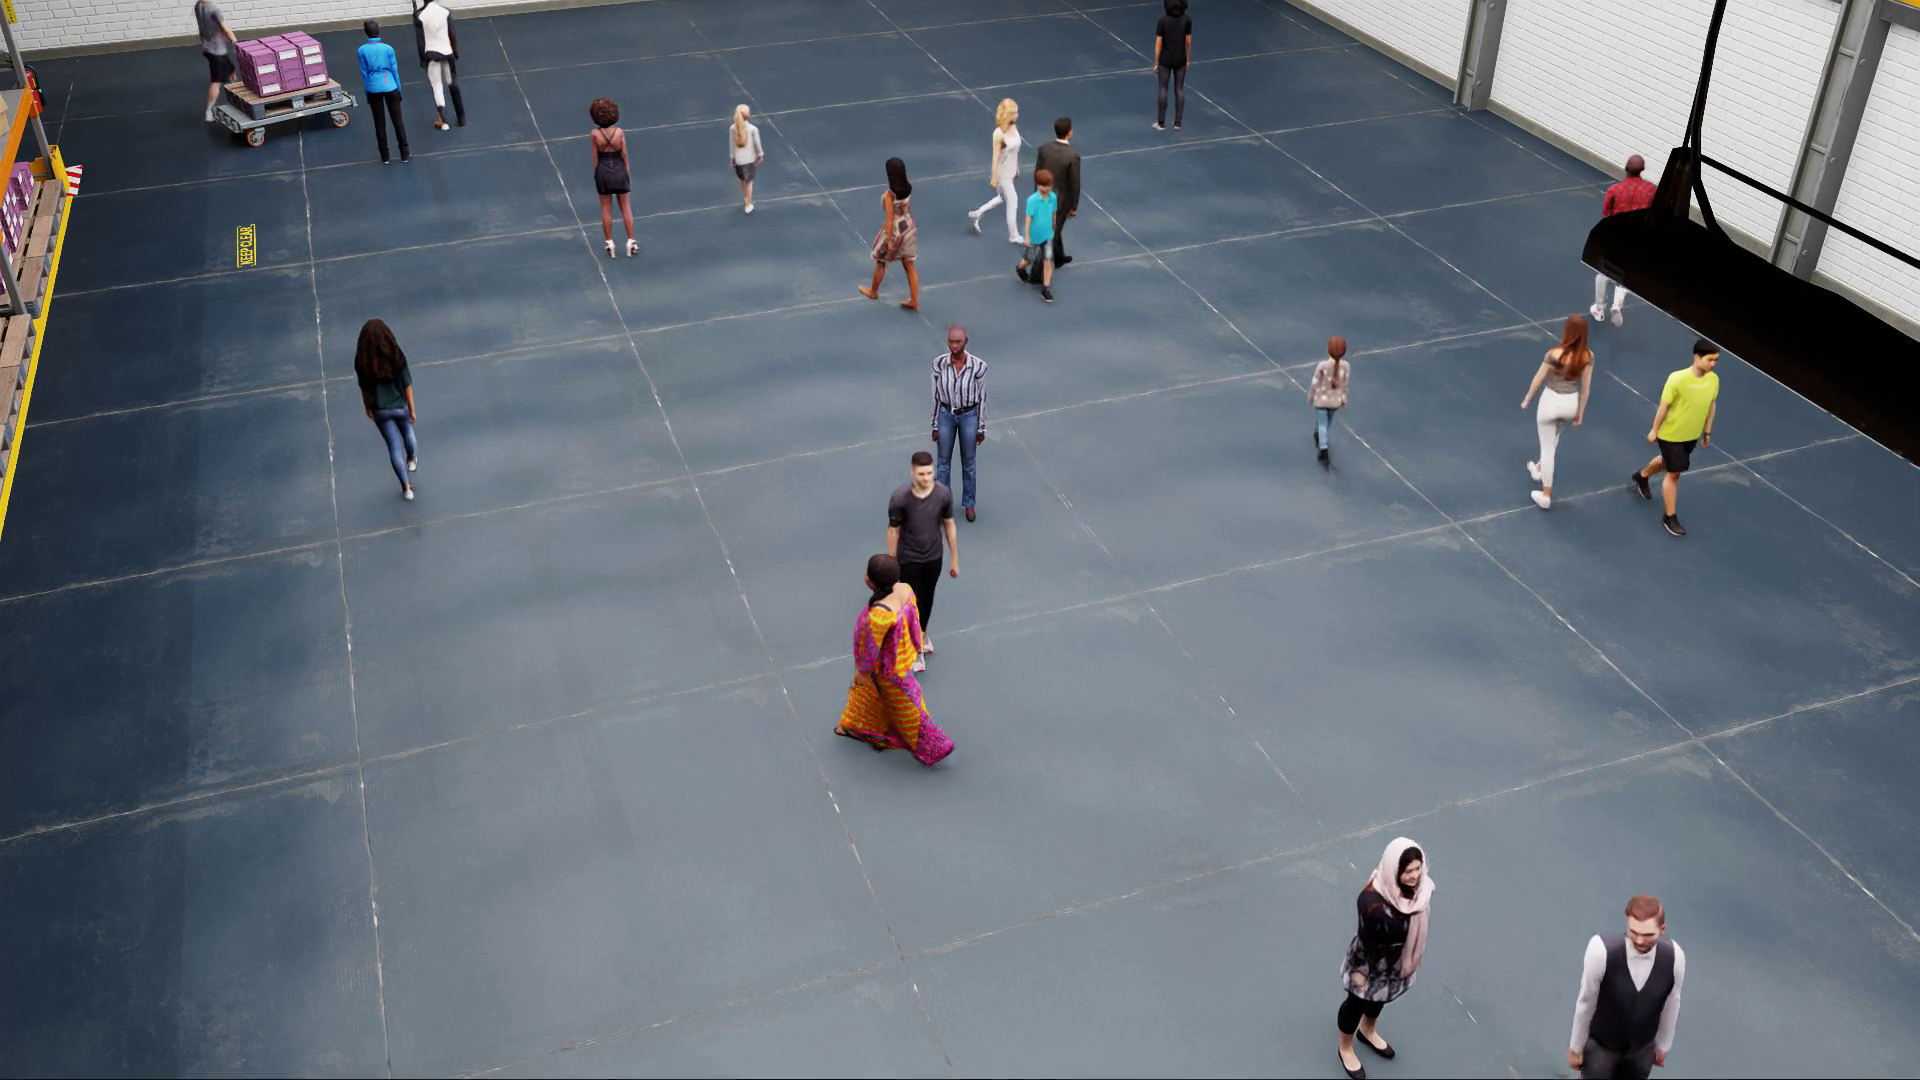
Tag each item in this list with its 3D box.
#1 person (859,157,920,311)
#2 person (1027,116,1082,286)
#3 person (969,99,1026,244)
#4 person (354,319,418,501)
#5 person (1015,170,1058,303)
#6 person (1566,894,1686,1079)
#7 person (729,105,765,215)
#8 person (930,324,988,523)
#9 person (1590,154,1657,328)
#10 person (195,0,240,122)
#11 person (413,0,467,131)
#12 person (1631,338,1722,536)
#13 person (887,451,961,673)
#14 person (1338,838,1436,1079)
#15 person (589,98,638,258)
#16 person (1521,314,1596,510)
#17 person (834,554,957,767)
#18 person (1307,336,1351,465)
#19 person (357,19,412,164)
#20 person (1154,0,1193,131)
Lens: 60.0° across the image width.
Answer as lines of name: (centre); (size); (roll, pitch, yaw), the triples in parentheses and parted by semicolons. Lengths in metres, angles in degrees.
person: (-0.572, -3.133, 17.217); (1.096, 1.618, 0.963); (23, 40, 30)
person: (0.949, -3.571, 17.766); (1.195, 1.740, 1.149); (22, 40, 30)
person: (0.431, -4.159, 18.737); (1.069, 1.644, 1.018); (15, 36, 21)
person: (-4.841, -1.076, 14.145); (0.617, 1.593, 0.911); (-14, 36, -20)
person: (0.810, -3.264, 17.593); (0.511, 1.420, 0.917); (-12, 35, -17)
person: (3.332, 2.473, 8.516); (0.905, 1.913, 1.065); (2, 34, 3)
person: (-2.536, -4.459, 19.545); (0.757, 1.250, 0.909); (4, 34, 6)
person: (-0.022, -0.972, 13.806); (0.688, 1.796, 0.660); (1, 34, 2)
person: (6.717, -3.008, 16.857); (0.937, 1.808, 1.047); (7, 34, 10)
person: (-9.923, -6.433, 21.995); (1.185, 1.825, 1.051); (27, 42, 34)
person: (-6.838, -6.353, 21.816); (0.745, 1.891, 0.668); (-20, 38, -27)
person: (5.955, -0.946, 13.878); (0.682, 1.672, 1.100); (-10, 35, -15)
person: (-0.312, 0.077, 12.269); (0.662, 1.750, 0.711); (-11, 35, -16)
person: (2.309, 2.252, 9.100); (0.684, 1.637, 0.681); (-19, 38, -27)
person: (-3.843, -3.989, 18.353); (0.556, 1.786, 0.551); (-9, 35, -13)
person: (5.062, -1.050, 14.004); (0.749, 1.706, 0.985); (-4, 34, -6)
person: (-0.429, 0.818, 11.224); (1.108, 1.673, 1.165); (8, 35, 12)
person: (3.272, -1.229, 14.754); (0.626, 1.173, 0.858); (-2, 34, -3)
person: (-7.216, -5.606, 20.776); (0.587, 1.797, 0.539); (-11, 35, -16)
person: (2.785, -6.302, 21.788); (0.678, 1.835, 0.609); (-3, 34, -5)
